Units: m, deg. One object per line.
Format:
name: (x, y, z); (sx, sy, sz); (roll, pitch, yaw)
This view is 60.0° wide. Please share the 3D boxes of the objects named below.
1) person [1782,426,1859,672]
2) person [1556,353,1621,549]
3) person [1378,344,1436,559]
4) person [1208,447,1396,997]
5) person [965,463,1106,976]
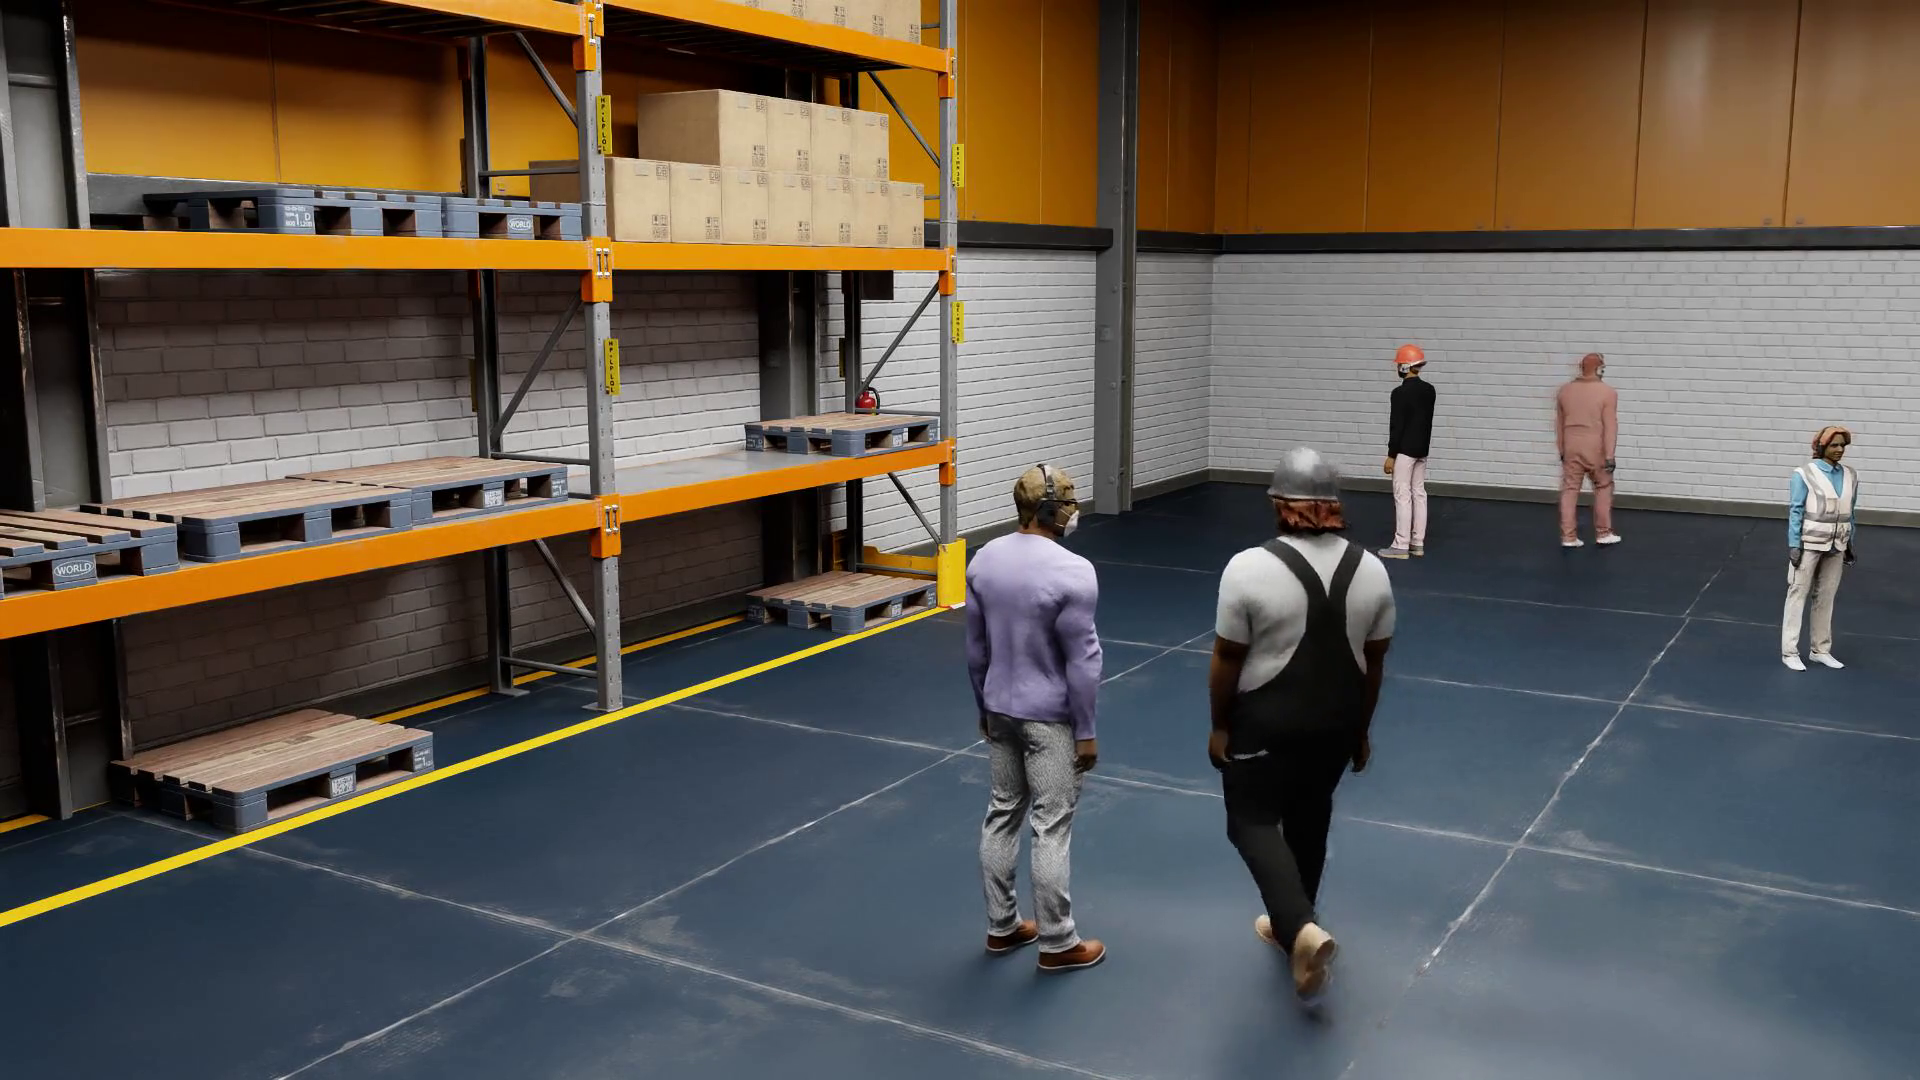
person: (5.756, 0.055, 11.123); (0.514, 1.641, 0.309); (-2, 9, -14)
person: (6.129, -0.863, 16.079); (0.785, 1.881, 0.673); (-7, 12, -38)
person: (4.169, -0.822, 15.487); (0.609, 1.997, 0.375); (-8, 12, -42)
person: (1.270, 0.652, 6.152); (0.690, 2.000, 0.794); (-3, 10, -17)
person: (0.285, 0.675, 6.336); (0.378, 1.937, 0.629); (-8, 12, -43)
